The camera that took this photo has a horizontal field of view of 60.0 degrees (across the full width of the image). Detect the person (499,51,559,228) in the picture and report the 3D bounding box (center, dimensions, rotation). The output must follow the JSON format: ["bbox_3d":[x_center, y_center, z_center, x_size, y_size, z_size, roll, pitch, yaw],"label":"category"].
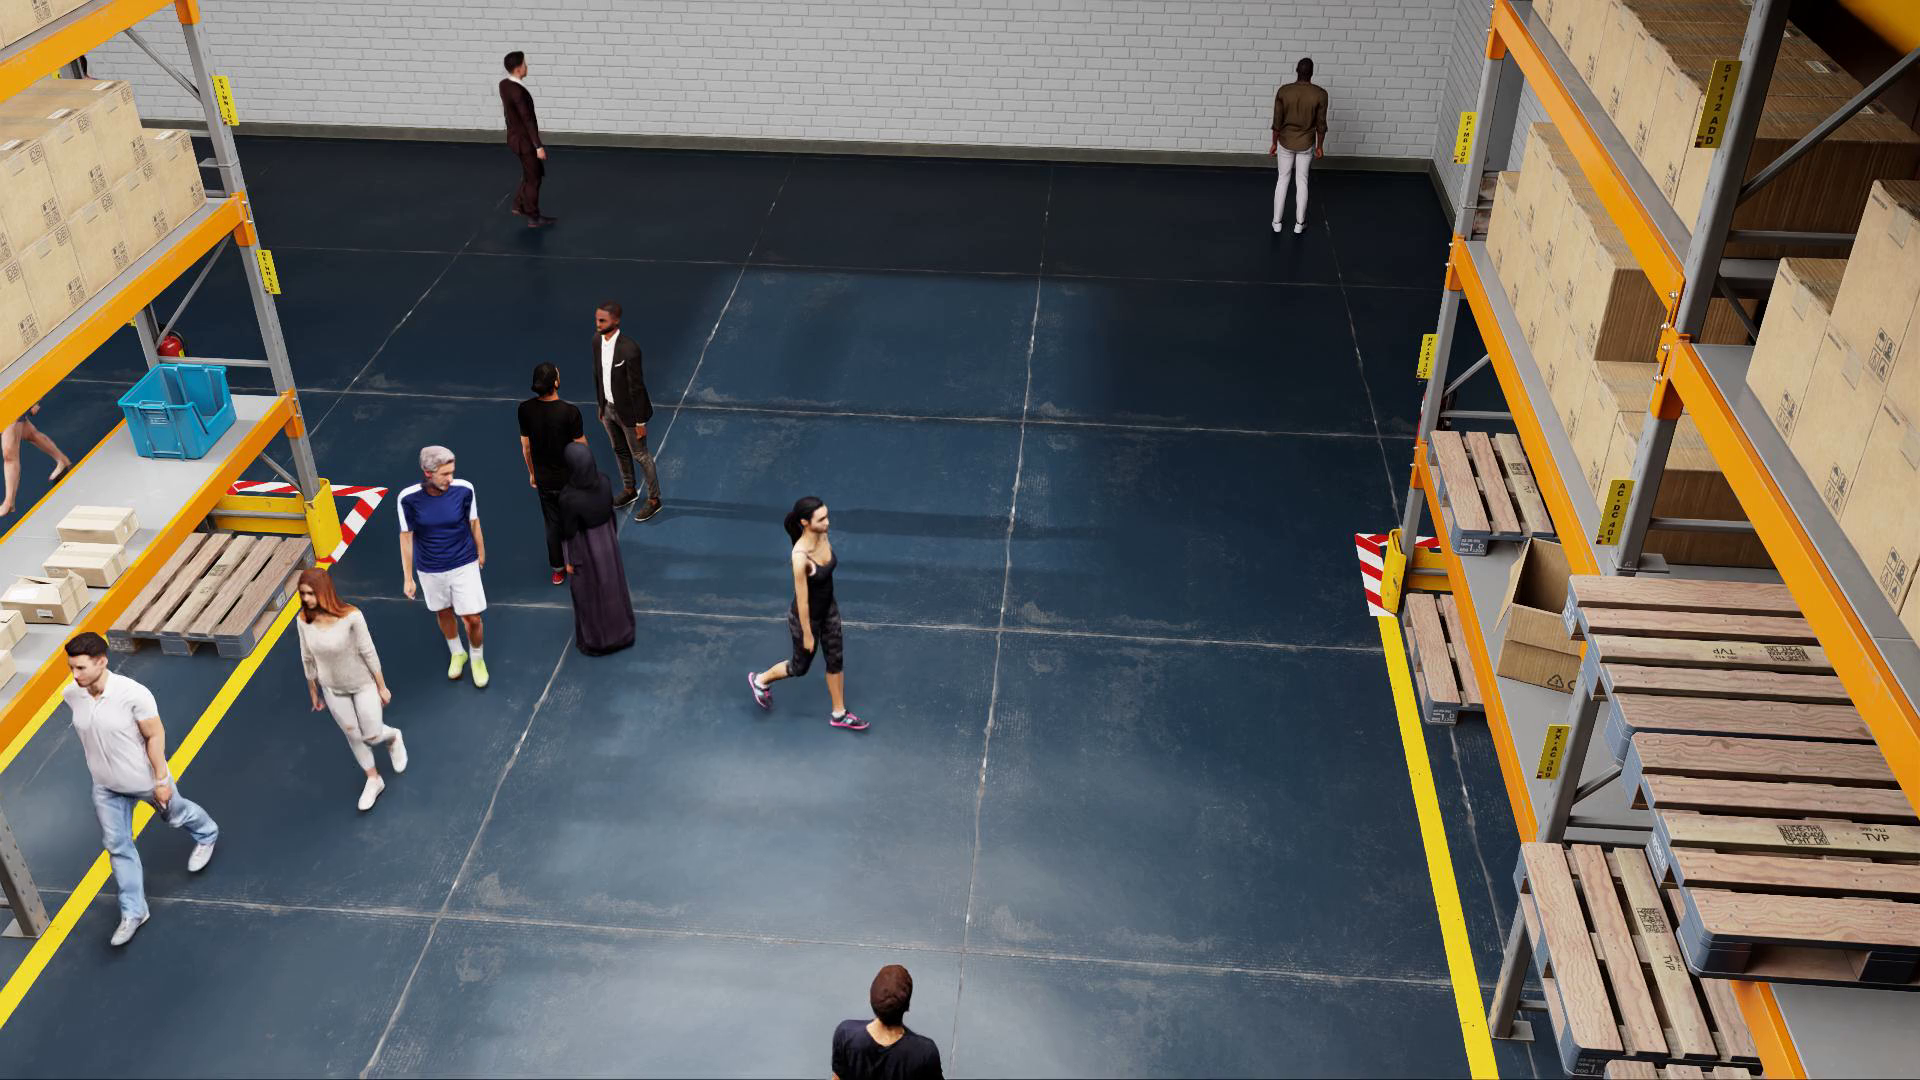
[{"bbox_3d":[-4.580,-4.107,17.209,0.891,1.853,0.807,-17,37,-24],"label":"person"}]

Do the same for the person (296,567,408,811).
[{"bbox_3d":[-3.617,0.808,9.954,0.617,1.700,0.741,2,34,3],"label":"person"}]

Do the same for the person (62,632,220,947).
[{"bbox_3d":[-4.521,1.243,9.190,0.689,1.820,1.146,4,34,7],"label":"person"}]

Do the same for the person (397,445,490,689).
[{"bbox_3d":[-3.365,0.106,10.912,0.765,1.808,0.773,-5,34,-8],"label":"person"}]

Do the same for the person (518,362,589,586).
[{"bbox_3d":[-2.841,-0.460,11.810,0.642,1.757,0.551,5,34,8],"label":"person"}]

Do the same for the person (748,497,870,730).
[{"bbox_3d":[-1.005,0.472,10.459,0.852,1.701,1.060,13,36,18],"label":"person"}]

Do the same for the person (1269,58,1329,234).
[{"bbox_3d":[3.477,-4.076,17.188,0.759,1.825,0.613,8,34,11],"label":"person"}]

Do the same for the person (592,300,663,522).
[{"bbox_3d":[-2.535,-0.992,12.573,0.724,1.797,0.726,23,40,30],"label":"person"}]

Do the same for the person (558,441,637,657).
[{"bbox_3d":[-2.479,0.046,11.177,0.770,1.614,0.687,23,40,31],"label":"person"}]

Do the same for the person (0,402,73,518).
[{"bbox_3d":[-7.300,-1.086,12.847,0.791,1.652,1.180,10,35,14],"label":"person"}]

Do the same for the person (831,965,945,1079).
[{"bbox_3d":[-0.337,2.582,7.158,0.703,1.841,0.671,7,34,10],"label":"person"}]
